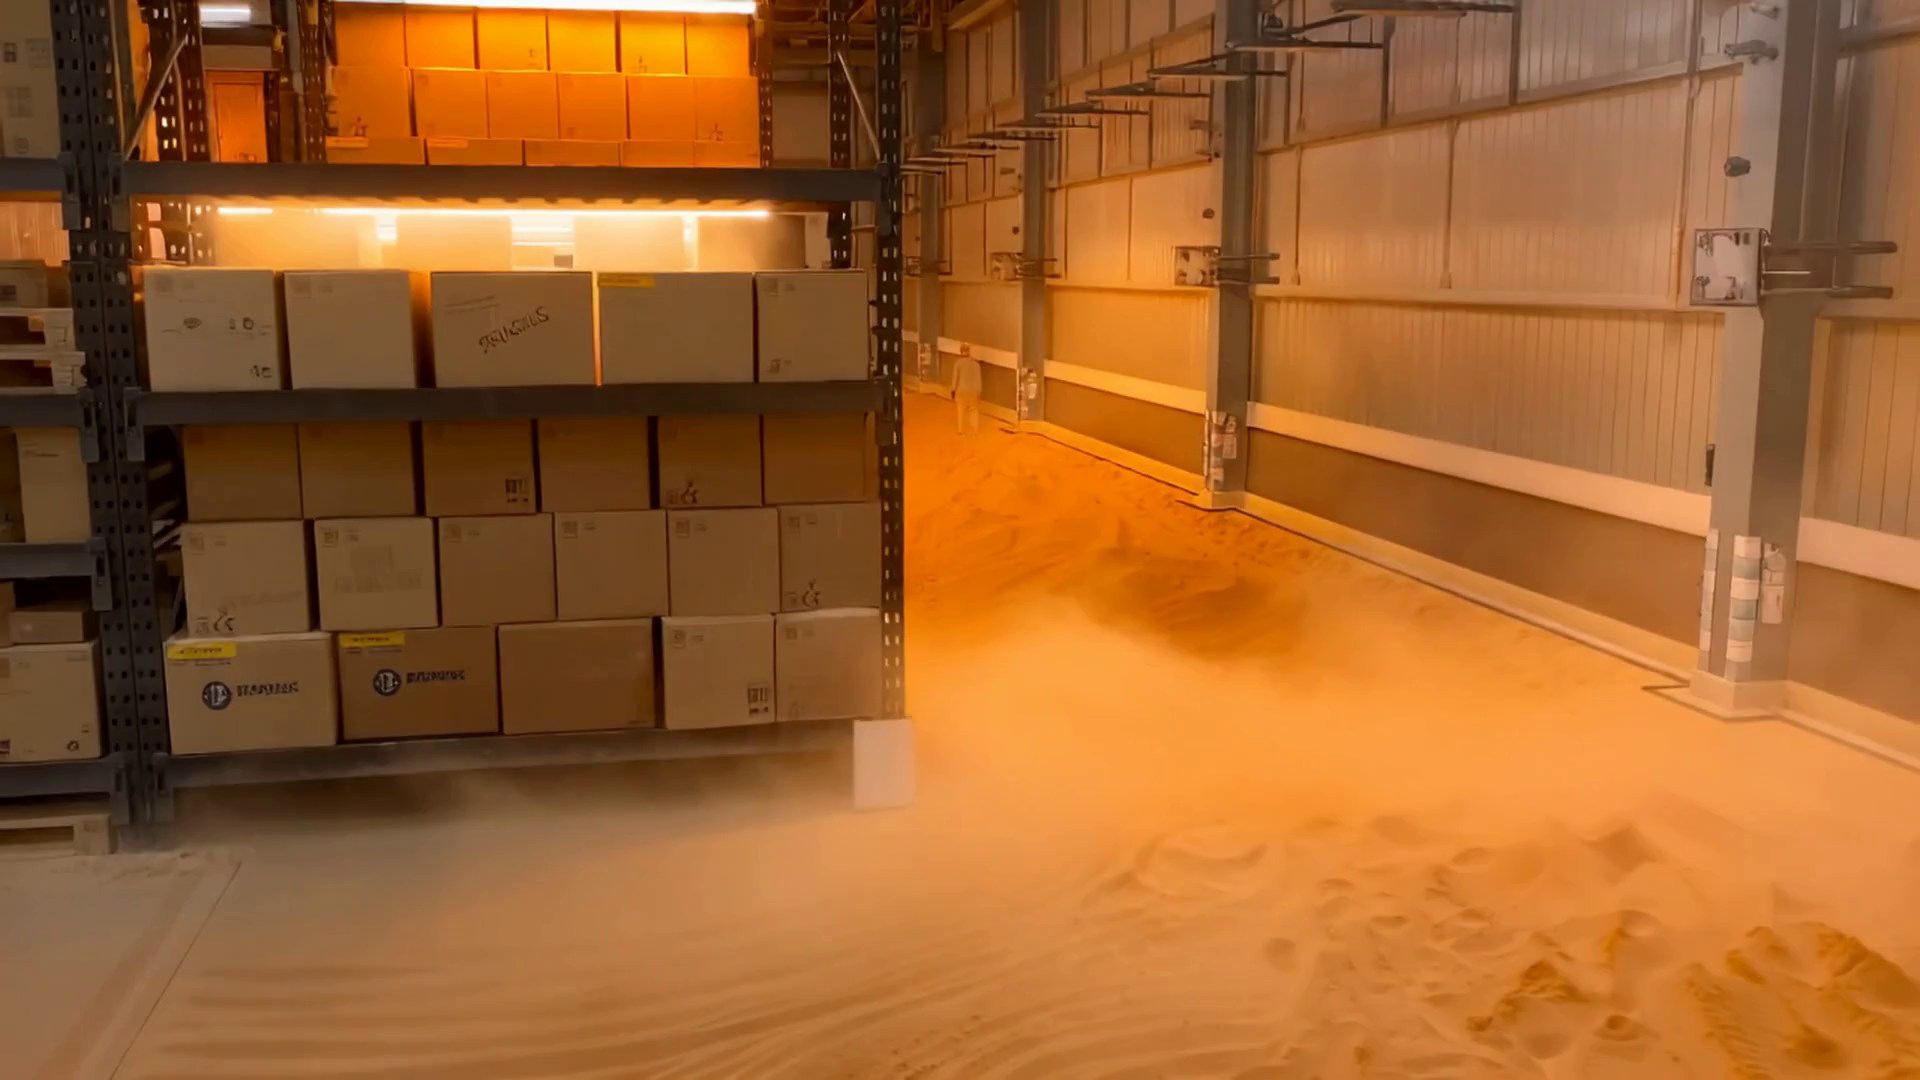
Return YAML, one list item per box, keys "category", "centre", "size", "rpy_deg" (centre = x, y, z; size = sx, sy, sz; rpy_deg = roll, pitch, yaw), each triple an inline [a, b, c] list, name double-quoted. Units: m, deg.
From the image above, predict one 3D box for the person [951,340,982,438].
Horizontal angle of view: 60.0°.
- category: "person"
  centre: [0.111, -2.680, 29.595]
  size: [0.563, 1.741, 0.339]
  rpy_deg: [-2, 10, -13]
